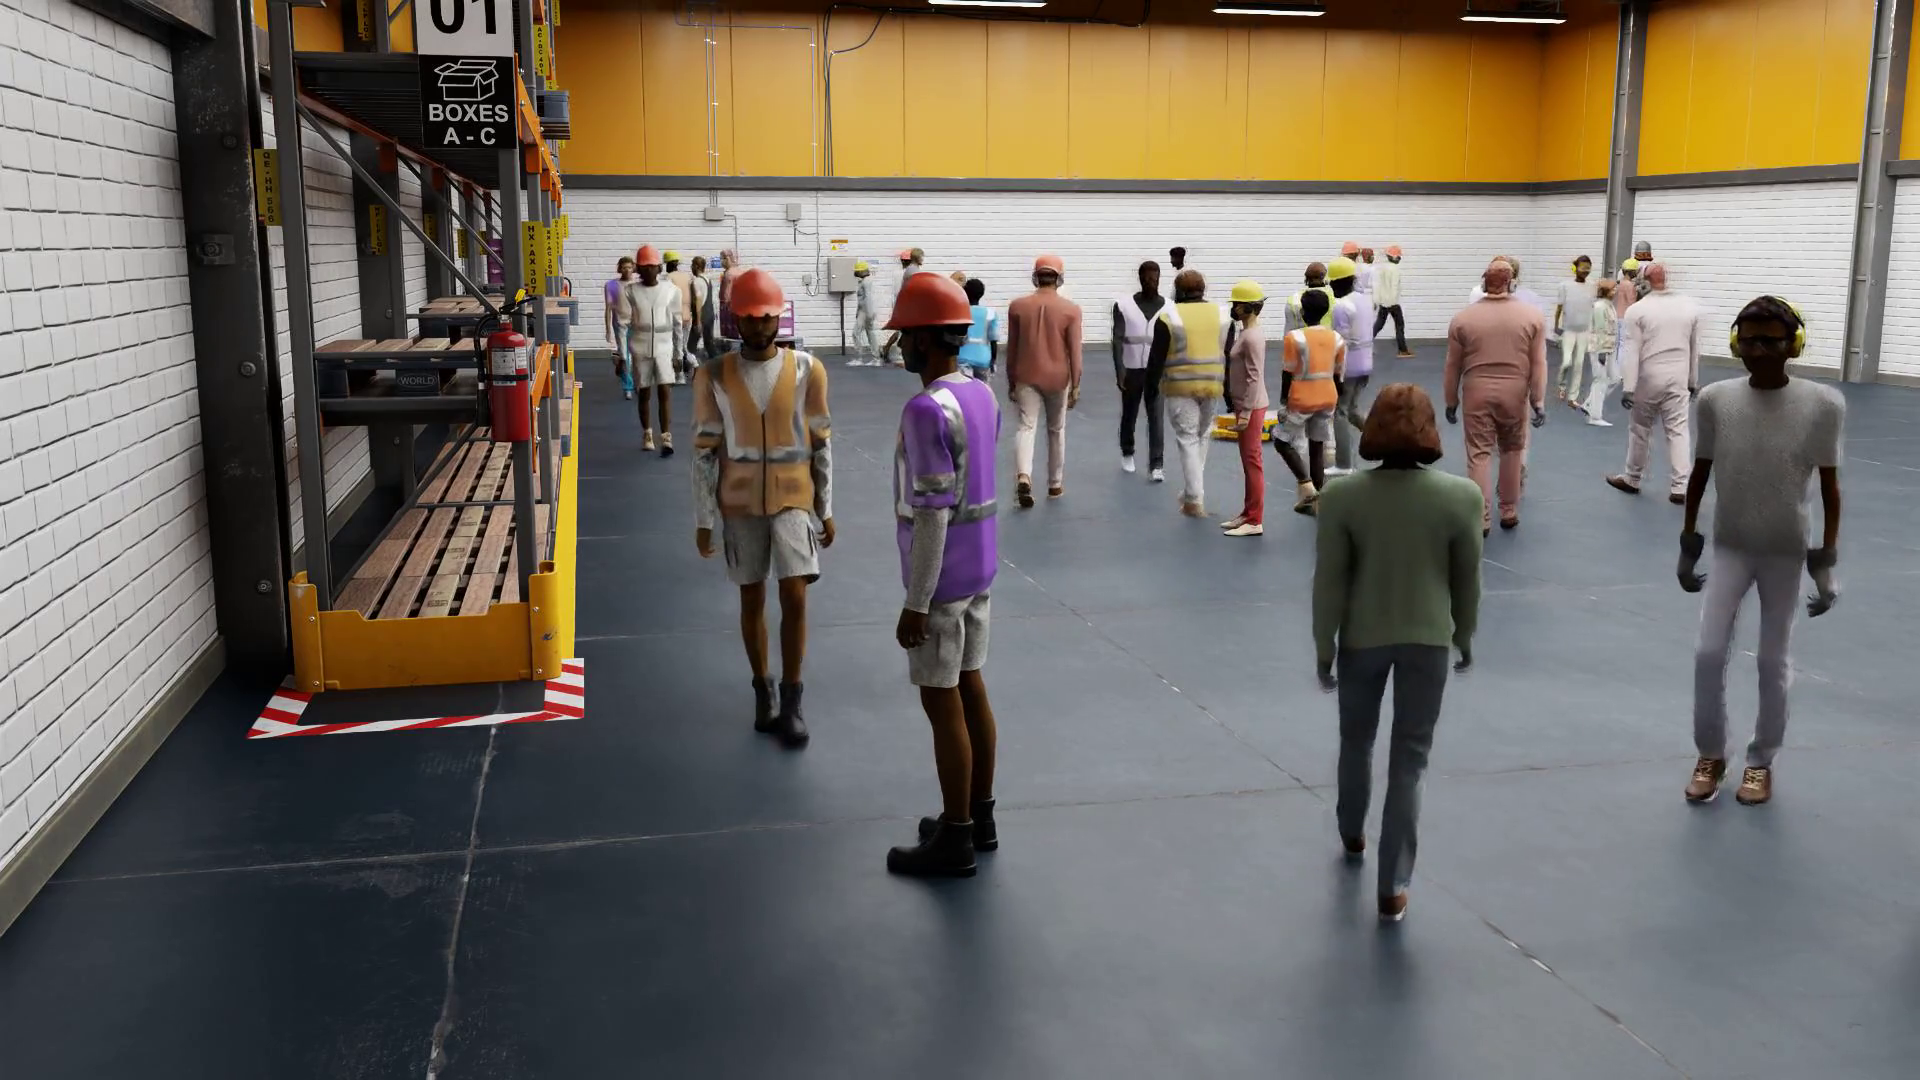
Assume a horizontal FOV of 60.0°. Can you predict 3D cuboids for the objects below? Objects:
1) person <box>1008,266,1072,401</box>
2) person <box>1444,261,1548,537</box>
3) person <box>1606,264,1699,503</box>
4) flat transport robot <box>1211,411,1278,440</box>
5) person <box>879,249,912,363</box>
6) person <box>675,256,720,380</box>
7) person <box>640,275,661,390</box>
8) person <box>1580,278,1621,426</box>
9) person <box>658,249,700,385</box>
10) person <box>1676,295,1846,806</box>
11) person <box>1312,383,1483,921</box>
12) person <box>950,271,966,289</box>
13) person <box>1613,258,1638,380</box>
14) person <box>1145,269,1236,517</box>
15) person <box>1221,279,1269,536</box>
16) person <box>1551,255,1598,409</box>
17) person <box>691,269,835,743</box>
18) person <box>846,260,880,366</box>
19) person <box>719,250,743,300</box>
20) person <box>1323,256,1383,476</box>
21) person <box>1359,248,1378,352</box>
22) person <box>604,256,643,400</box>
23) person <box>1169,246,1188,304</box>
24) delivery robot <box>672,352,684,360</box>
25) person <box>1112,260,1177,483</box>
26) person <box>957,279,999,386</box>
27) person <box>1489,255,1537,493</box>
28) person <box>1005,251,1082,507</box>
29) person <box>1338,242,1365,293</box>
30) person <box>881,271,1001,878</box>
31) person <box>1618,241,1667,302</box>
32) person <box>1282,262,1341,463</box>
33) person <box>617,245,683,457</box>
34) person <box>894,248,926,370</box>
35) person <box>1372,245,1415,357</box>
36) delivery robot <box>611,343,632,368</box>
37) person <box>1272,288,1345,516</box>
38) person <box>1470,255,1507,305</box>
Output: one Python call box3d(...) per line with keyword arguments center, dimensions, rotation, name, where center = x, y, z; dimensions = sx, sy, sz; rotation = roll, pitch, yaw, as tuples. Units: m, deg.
box3d(center=(1.088, -2.633, 21.002), dimensions=(0.941, 1.791, 0.603), rotation=(6, 12, 31), name="person")
box3d(center=(3.727, -0.986, 11.596), dimensions=(0.681, 1.877, 0.826), rotation=(4, 11, 19), name="person")
box3d(center=(5.479, -1.233, 13.077), dimensions=(0.732, 1.842, 0.942), rotation=(-2, 10, -9), name="person")
box3d(center=(3.260, -1.205, 17.285), dimensions=(1.431, 0.197, 0.652), rotation=(-8, 13, -36), name="flat transport robot")
box3d(center=(-0.965, -3.875, 27.592), dimensions=(0.947, 1.904, 0.546), rotation=(-4, 11, -21), name="person")
box3d(center=(-3.726, -3.078, 23.447), dimensions=(0.907, 1.804, 0.535), rotation=(3, 11, 17), name="person")
box3d(center=(-4.281, -2.956, 22.759), dimensions=(0.480, 1.804, 0.980), rotation=(-5, 12, -28), name="person")
box3d(center=(7.067, -2.055, 18.237), dimensions=(0.368, 1.628, 0.537), rotation=(7, 12, 32), name="person")
box3d(center=(-3.944, -3.105, 23.282), dimensions=(0.612, 1.902, 0.527), rotation=(-10, 14, -42), name="person")
box3d(center=(2.843, 0.061, 5.930), dimensions=(0.561, 1.842, 0.546), rotation=(7, 12, 34), name="person")
box3d(center=(1.356, 0.312, 5.193), dimensions=(0.500, 1.597, 0.816), rotation=(3, 11, 15), name="person")
box3d(center=(-0.040, -2.720, 21.903), dimensions=(0.283, 1.633, 0.498), rotation=(-6, 12, -29), name="person")
box3d(center=(9.748, -3.224, 24.333), dimensions=(0.309, 1.769, 0.523), rotation=(0, 10, -1), name="person")
box3d(center=(1.690, -1.110, 12.476), dimensions=(0.653, 1.809, 0.816), rotation=(-3, 11, -17), name="person")
box3d(center=(1.971, -0.907, 11.493), dimensions=(0.316, 1.769, 0.523), rotation=(1, 10, 7), name="person")
box3d(center=(7.449, -2.509, 20.109), dimensions=(0.553, 1.858, 0.402), rotation=(0, 10, 1), name="person")
box3d(center=(-0.791, -0.123, 6.719), dimensions=(0.582, 1.915, 0.685), rotation=(-1, 10, -7), name="person")
box3d(center=(-1.599, -3.641, 26.793), dimensions=(0.696, 1.702, 0.543), rotation=(0, 10, -2), name="person")
box3d(center=(-3.610, -3.686, 26.580), dimensions=(0.488, 1.883, 0.726), rotation=(1, 10, 6), name="person")
box3d(center=(3.382, -1.462, 14.194), dimensions=(0.602, 1.898, 0.621), rotation=(9, 14, 41), name="person")
box3d(center=(7.405, -4.387, 30.452), dimensions=(0.337, 1.881, 0.583), rotation=(-8, 13, -36), name="person")
box3d(center=(-4.243, -2.696, 21.225), dimensions=(0.579, 1.824, 0.487), rotation=(-3, 11, -14), name="person")
box3d(center=(3.382, -3.563, 25.730), dimensions=(0.491, 1.940, 0.602), rotation=(0, 10, -1), name="person")
box3d(center=(-4.435, -2.884, 25.543), dimensions=(0.477, 0.478, 0.707), rotation=(3, 11, 16), name="delivery robot")
box3d(center=(1.586, -1.468, 14.335), dimensions=(0.584, 1.871, 1.042), rotation=(0, 10, -2), name="person")
box3d(center=(0.124, -1.778, 16.636), dimensions=(0.532, 1.654, 0.882), rotation=(-2, 10, -9), name="person")
box3d(center=(4.409, -1.314, 13.329), dimensions=(0.700, 1.917, 0.442), rotation=(-9, 14, -41), name="person")
box3d(center=(0.626, -1.235, 12.807), dimensions=(0.614, 1.961, 0.921), rotation=(2, 10, 10), name="person")
box3d(center=(6.008, -3.639, 25.993), dimensions=(0.986, 2.000, 0.635), rotation=(0, 10, -2), name="person")
box3d(center=(-0.075, 0.115, 5.352), dimensions=(0.376, 1.935, 0.550), rotation=(4, 11, 21), name="person")
box3d(center=(10.046, -3.410, 24.599), dimensions=(0.685, 2.000, 0.536), rotation=(3, 11, 15), name="person")
box3d(center=(3.248, -1.614, 15.222), dimensions=(0.619, 1.838, 0.430), rotation=(0, 10, -2), name="person")
box3d(center=(-2.928, -1.785, 15.766), dimensions=(0.632, 1.982, 1.052), rotation=(-3, 11, -15), name="person")
box3d(center=(-0.603, -3.615, 26.157), dimensions=(0.978, 1.878, 0.643), rotation=(0, 10, -2), name="person")
box3d(center=(7.431, -4.147, 28.941), dimensions=(1.003, 1.954, 0.628), rotation=(-3, 11, -14), name="person")
box3d(center=(-4.873, -2.778, 24.955), dimensions=(0.477, 0.478, 0.707), rotation=(9, 14, 43), name="delivery robot")
box3d(center=(2.561, -1.001, 12.230), dimensions=(0.560, 1.682, 0.372), rotation=(-5, 11, -24), name="person")
box3d(center=(5.483, -1.970, 17.057), dimensions=(0.573, 1.884, 0.359), rotation=(-1, 10, -3), name="person")
